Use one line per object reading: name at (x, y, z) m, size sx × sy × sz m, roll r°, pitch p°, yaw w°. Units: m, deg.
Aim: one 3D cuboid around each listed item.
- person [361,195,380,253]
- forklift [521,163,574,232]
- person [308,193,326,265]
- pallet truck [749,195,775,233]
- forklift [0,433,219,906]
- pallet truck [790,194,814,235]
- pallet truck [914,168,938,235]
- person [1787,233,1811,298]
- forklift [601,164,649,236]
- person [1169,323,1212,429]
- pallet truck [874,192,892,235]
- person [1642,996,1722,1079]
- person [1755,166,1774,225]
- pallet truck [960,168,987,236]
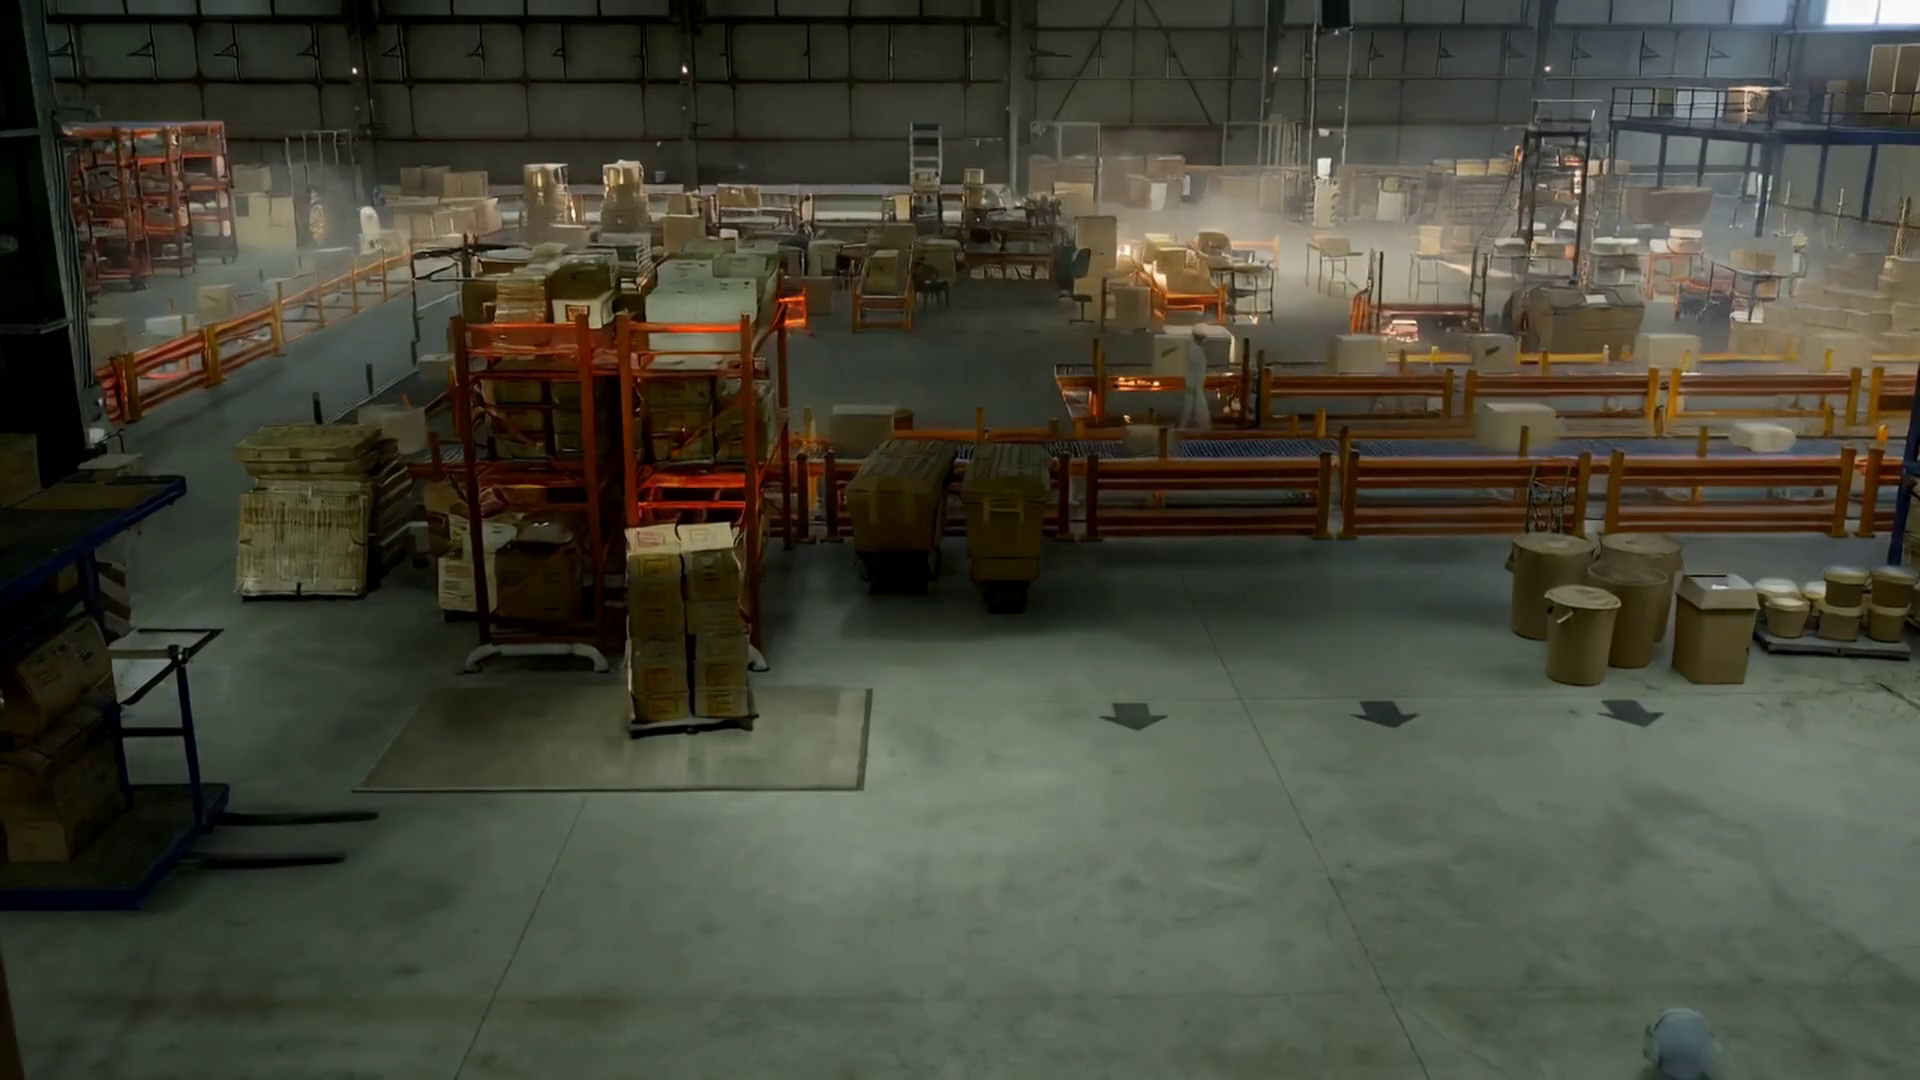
person at (-14.553, -7.556, 41.100) m, size 0.482 × 1.891 × 0.663 m, roll -13°, pitch 20°, yaw -38°
forklift at (-12.233, -10.122, 49.298) m, size 1.157 × 1.987 × 2.680 m, roll 0°, pitch 16°, yaw -1°
person at (-16.446, -7.940, 42.541) m, size 0.404 × 1.831 × 0.600 m, roll -2°, pitch 16°, yaw -8°
pallet truck at (-6.051, -9.967, 50.660) m, size 0.680 × 1.201 × 1.601 m, roll 0°, pitch 16°, yaw -1°
forklift at (-5.952, 0.780, 10.366) m, size 1.873 × 2.768 × 1.129 m, roll 0°, pitch 16°, yaw -1°
pallet truck at (-4.814, -9.883, 50.259) m, size 0.704 × 1.261 × 1.522 m, roll -1°, pitch 16°, yaw -3°
pallet truck at (-0.989, -10.316, 50.507) m, size 0.823 × 1.965 × 1.885 m, roll 1°, pitch 16°, yaw 3°
person at (15.372, -4.624, 30.633) m, size 0.370 × 2.047 × 0.612 m, roll 12°, pitch 20°, yaw 35°
forklift at (-9.948, -10.127, 49.296) m, size 1.157 × 1.987 × 2.680 m, roll -1°, pitch 16°, yaw -3°
person at (3.141, -2.056, 22.286) m, size 0.893 × 1.725 × 0.533 m, roll 2°, pitch 16°, yaw 7°
pallet truck at (-2.277, -9.986, 50.594) m, size 0.653 × 1.274 × 1.630 m, roll 0°, pitch 16°, yaw -1°
person at (2.549, 2.552, 5.978) m, size 0.659 × 1.886 × 0.717 m, roll 1°, pitch 16°, yaw 3°
person at (25.762, -11.017, 53.172) m, size 0.579 × 1.879 × 0.360 m, roll -8°, pitch 18°, yaw -26°
pallet truck at (0.383, -10.230, 50.206) m, size 0.823 × 1.965 × 1.885 m, roll -1°, pitch 16°, yaw -3°
